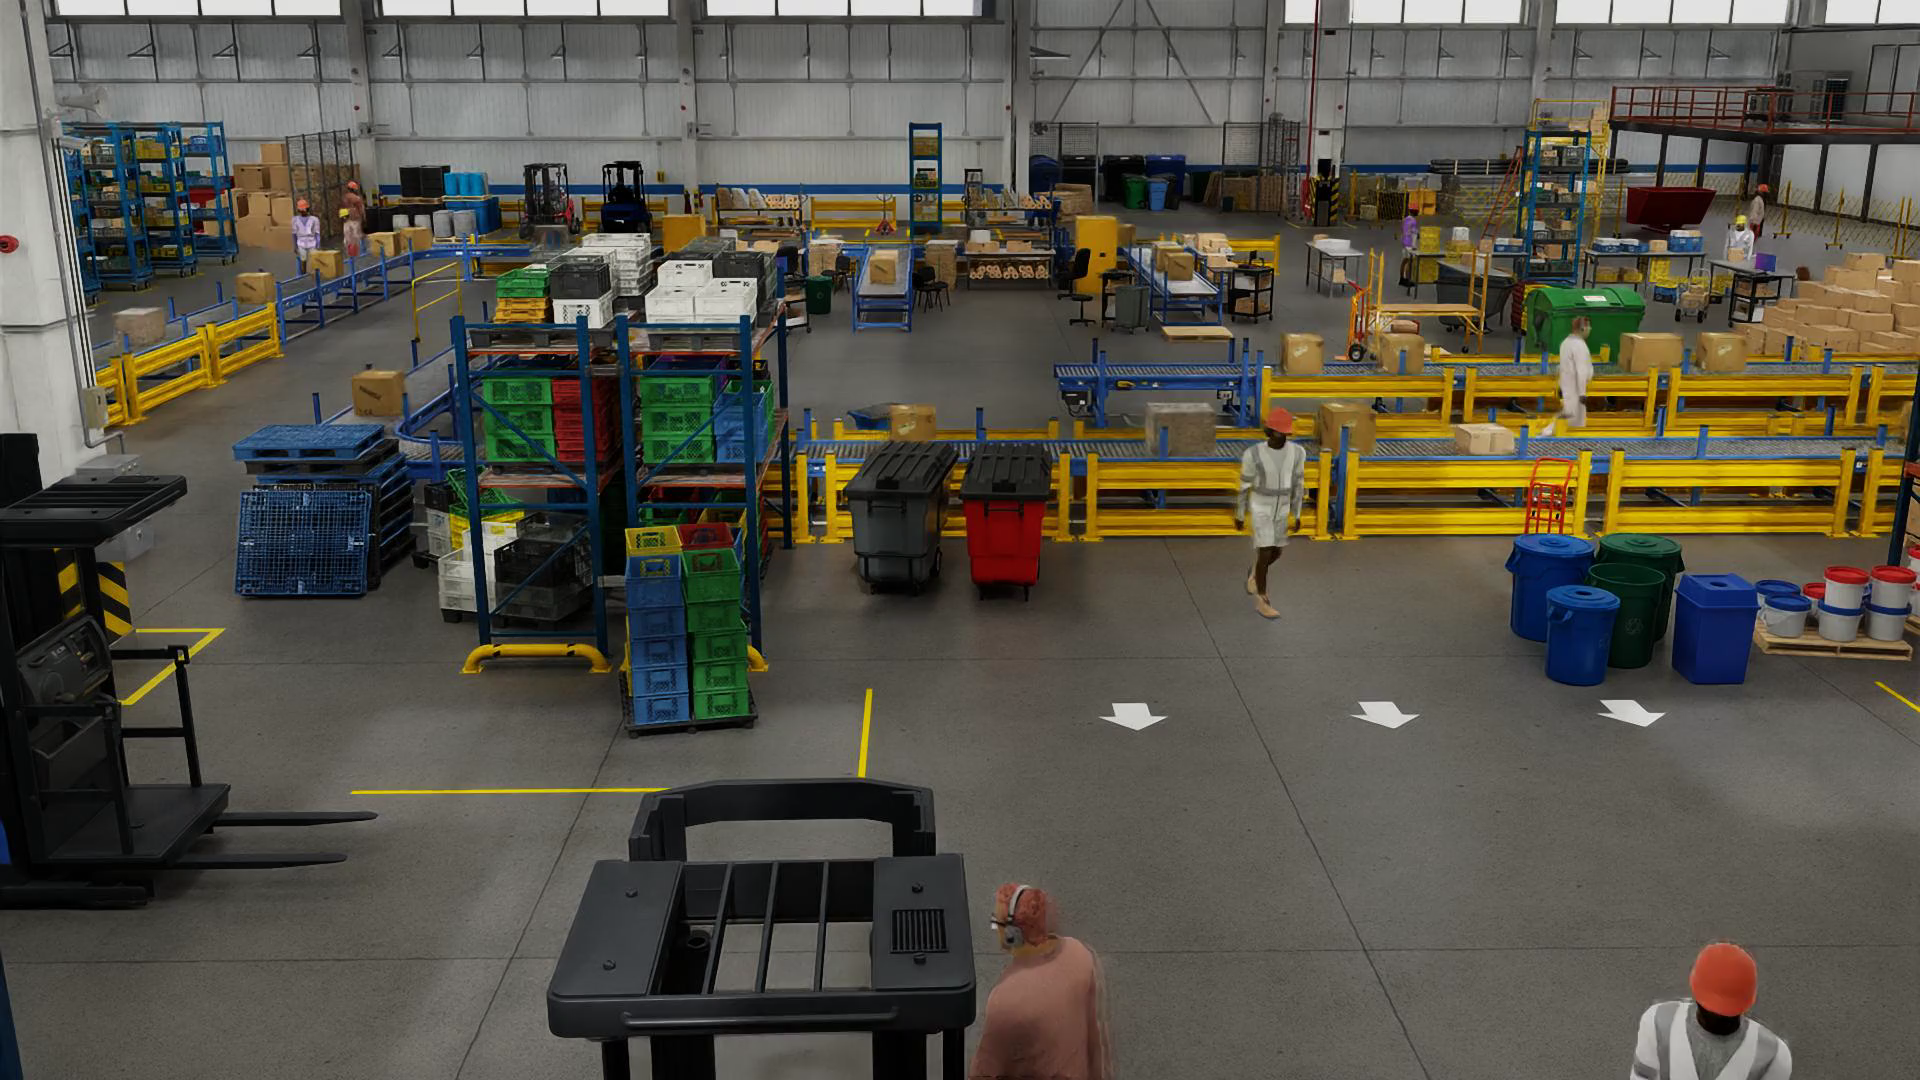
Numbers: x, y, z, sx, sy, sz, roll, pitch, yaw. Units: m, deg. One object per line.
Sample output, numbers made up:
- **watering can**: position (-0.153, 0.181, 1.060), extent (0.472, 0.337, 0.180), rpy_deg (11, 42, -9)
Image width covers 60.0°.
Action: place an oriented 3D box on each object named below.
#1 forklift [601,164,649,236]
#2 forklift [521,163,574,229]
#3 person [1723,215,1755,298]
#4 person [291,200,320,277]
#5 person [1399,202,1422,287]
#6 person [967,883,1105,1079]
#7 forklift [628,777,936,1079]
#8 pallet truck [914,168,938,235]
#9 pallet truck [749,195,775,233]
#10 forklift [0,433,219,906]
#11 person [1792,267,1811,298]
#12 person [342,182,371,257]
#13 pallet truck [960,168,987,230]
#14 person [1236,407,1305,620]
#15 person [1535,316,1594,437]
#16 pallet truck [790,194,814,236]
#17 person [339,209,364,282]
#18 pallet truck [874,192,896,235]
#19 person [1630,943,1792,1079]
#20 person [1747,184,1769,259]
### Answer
- **forklift**: position (-9.948, -10.127, 49.296), extent (1.157, 1.987, 2.680), rpy_deg (-1, 16, -3)
- **forklift**: position (-12.233, -10.122, 49.298), extent (1.157, 1.987, 2.680), rpy_deg (0, 16, -1)
- **person**: position (17.109, -6.222, 36.595), extent (0.598, 1.826, 0.403), rpy_deg (13, 21, 38)
- **person**: position (-14.872, -6.709, 37.889), extent (0.606, 2.044, 0.373), rpy_deg (-4, 17, -15)
- **person**: position (10.467, -6.867, 38.630), extent (0.374, 1.934, 0.548), rpy_deg (-3, 16, -11)
- **person**: position (0.262, 2.293, 6.930), extent (0.983, 1.853, 0.636), rpy_deg (8, 18, 27)
- **forklift**: position (-0.542, 2.165, 5.552), extent (1.129, 2.768, 1.873), rpy_deg (-1, 16, -2)
- **pallet truck**: position (-0.989, -10.316, 50.507), extent (0.823, 1.965, 1.885), rpy_deg (1, 16, 3)
- **pallet truck**: position (-6.051, -9.967, 50.660), extent (0.680, 1.201, 1.601), rpy_deg (0, 16, -1)
- **forklift**: position (-5.952, 0.780, 10.366), extent (1.873, 2.768, 1.129), rpy_deg (0, 16, -1)
- **person**: position (14.811, -3.993, 29.232), extent (0.646, 1.618, 0.502), rpy_deg (1, 16, 2)
- **person**: position (-16.217, -8.629, 44.725), extent (0.653, 1.942, 1.023), rpy_deg (6, 17, 20)
- **pallet truck**: position (0.383, -10.230, 50.206), extent (0.823, 1.965, 1.885), rpy_deg (-1, 16, -3)
- **person**: position (2.886, -0.311, 15.718), extent (0.616, 2.013, 0.807), rpy_deg (-4, 17, -14)
- **person**: position (8.015, -2.007, 21.845), extent (0.861, 1.882, 0.647), rpy_deg (2, 16, 7)
- **pallet truck**: position (-4.814, -9.883, 50.259), extent (0.704, 1.261, 1.522), rpy_deg (-1, 16, -3)
- **person**: position (-14.357, -6.933, 39.197), extent (0.416, 1.737, 0.555), rpy_deg (-15, 22, -41)
- **pallet truck**: position (-2.277, -9.986, 50.594), extent (0.653, 1.274, 1.630), rpy_deg (0, 16, -1)
- **person**: position (2.891, 2.386, 6.498), extent (0.554, 1.918, 0.605), rpy_deg (10, 19, 30)
- **person**: position (20.901, -8.330, 43.610), extent (0.402, 1.990, 0.622), rpy_deg (9, 19, 30)
